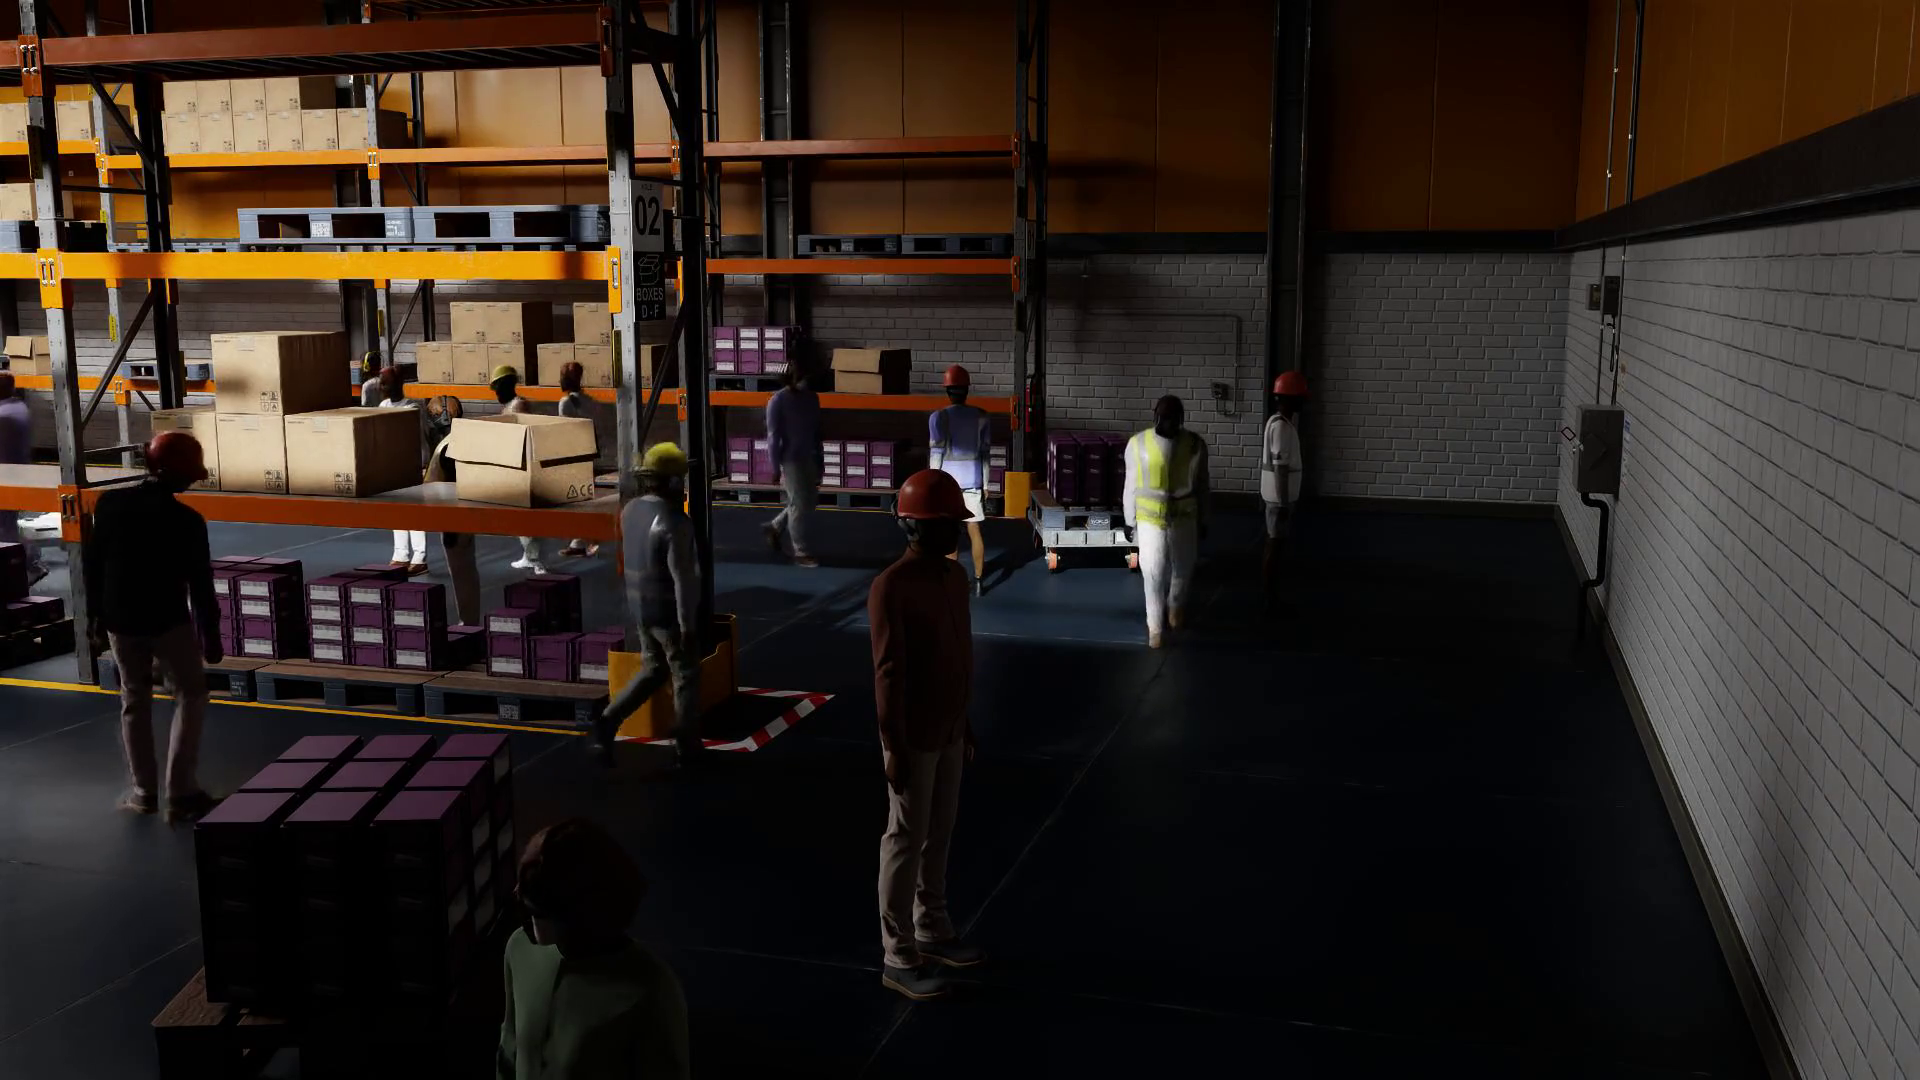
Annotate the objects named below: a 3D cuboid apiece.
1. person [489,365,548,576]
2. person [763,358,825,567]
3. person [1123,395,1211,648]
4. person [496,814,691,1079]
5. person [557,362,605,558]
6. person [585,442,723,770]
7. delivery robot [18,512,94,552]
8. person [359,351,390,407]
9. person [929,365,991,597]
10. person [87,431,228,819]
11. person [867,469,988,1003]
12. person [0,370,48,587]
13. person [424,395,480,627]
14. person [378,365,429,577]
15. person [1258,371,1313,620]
[{"bbox_3d":[-3.918,-0.619,14.868,0.383,1.877,0.741,-5,11,-30],"label":"person"},{"bbox_3d":[-1.559,-0.724,15.349,0.701,1.919,0.639,6,11,35],"label":"person"},{"bbox_3d":[1.514,-0.161,12.211,0.645,1.824,0.738,0,9,0],"label":"person"},{"bbox_3d":[-0.780,1.365,3.490,0.498,1.631,0.281,6,11,30],"label":"person"},{"bbox_3d":[-3.565,-0.737,15.585,0.495,1.867,0.597,2,10,13],"label":"person"},{"bbox_3d":[-1.659,0.379,8.973,0.670,1.807,0.618,-8,12,-41],"label":"person"},{"bbox_3d":[-8.326,-0.101,15.410,0.707,0.478,0.477,-5,11,-29],"label":"delivery robot"},{"bbox_3d":[-6.474,-1.149,18.247,0.979,1.821,0.516,0,9,0],"label":"person"},{"bbox_3d":[-0.016,-0.477,13.792,0.548,1.934,0.374,-4,10,-22],"label":"person"},{"bbox_3d":[-4.002,0.432,8.270,0.715,1.944,0.393,1,9,8],"label":"person"},{"bbox_3d":[-0.117,0.720,6.317,0.379,1.995,0.612,5,10,27],"label":"person"},{"bbox_3d":[-8.110,-0.496,14.072,0.488,1.882,0.680,-2,10,-14],"label":"person"},{"bbox_3d":[-3.642,-0.127,11.974,0.429,1.837,0.621,-2,10,-15],"label":"person"},{"bbox_3d":[-4.956,-0.610,14.757,0.576,1.883,0.354,8,12,39],"label":"person"},{"bbox_3d":[2.545,-0.353,13.026,0.377,1.936,0.549,1,9,9],"label":"person"}]
